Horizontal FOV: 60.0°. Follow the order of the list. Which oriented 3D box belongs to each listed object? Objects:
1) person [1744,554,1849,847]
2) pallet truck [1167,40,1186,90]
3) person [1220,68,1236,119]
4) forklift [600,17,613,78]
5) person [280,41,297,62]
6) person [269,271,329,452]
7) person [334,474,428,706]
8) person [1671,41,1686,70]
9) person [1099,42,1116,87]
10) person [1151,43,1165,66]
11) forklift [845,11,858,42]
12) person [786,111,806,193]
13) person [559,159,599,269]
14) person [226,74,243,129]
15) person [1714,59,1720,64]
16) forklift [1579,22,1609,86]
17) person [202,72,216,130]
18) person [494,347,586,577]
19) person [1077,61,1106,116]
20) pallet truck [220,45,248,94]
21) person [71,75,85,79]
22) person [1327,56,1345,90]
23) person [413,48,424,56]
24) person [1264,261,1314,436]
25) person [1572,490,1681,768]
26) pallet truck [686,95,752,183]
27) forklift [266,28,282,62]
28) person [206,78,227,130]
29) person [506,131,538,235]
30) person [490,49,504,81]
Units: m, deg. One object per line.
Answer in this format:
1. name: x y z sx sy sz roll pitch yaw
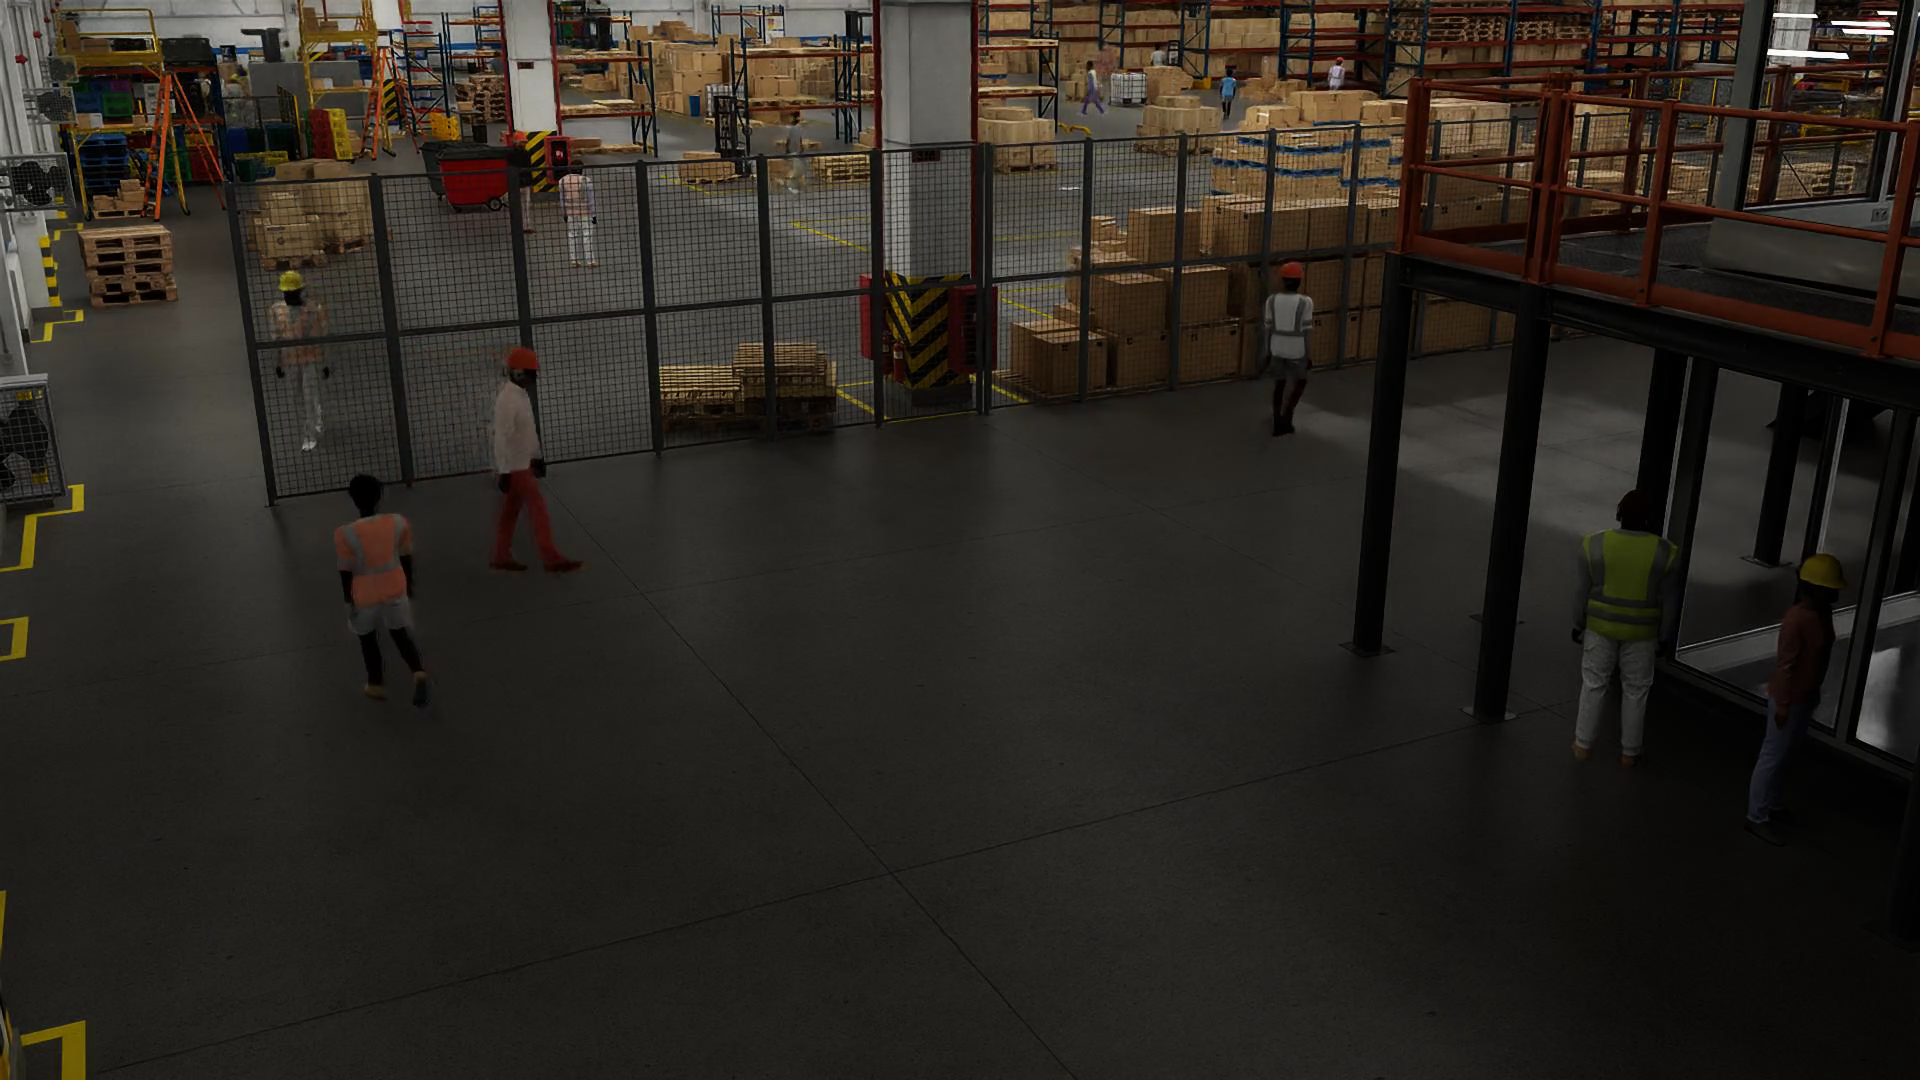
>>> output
1. person: 4.900 0.914 9.704 0.534 1.767 0.313 -17 25 -40
2. pallet truck: 9.045 -19.971 69.895 0.823 1.965 1.885 -3 19 -8
3. person: 9.021 -15.012 55.986 0.559 1.683 0.416 1 19 2
4. forklift: -15.425 -21.421 72.767 1.873 2.768 1.129 -6 20 -17
5. person: -28.548 -20.239 70.762 0.629 1.939 0.371 -9 21 -23
6. person: -7.014 -1.939 17.757 0.599 1.908 0.679 0 19 1
7. person: -3.969 0.365 11.420 0.542 1.675 0.677 -17 25 -40
8. person: 33.912 -22.868 78.534 0.661 1.850 0.835 1 19 4
9. person: 6.289 -20.179 70.694 0.755 1.882 0.571 6 20 18
10. person: 8.198 -19.628 68.999 0.606 1.937 0.866 -1 19 -4
11. forklift: -5.438 -25.090 83.400 1.873 2.768 1.129 -9 21 -25
12. person: -3.712 -8.782 37.689 0.415 1.855 0.527 7 20 20
13. person: -6.465 -5.541 28.301 0.633 1.841 0.429 4 20 13
14. person: -22.817 -13.793 52.412 0.499 1.711 0.551 -10 21 -27
15. person: 28.151 -17.064 61.960 0.666 1.680 0.540 -11 22 -28
16. forklift: 24.984 -19.262 66.508 1.873 2.768 1.129 -9 21 -25
17. person: -23.268 -13.638 51.765 0.506 1.847 0.346 -16 25 -39
18. person: -3.559 -0.641 13.923 0.921 1.951 0.630 -1 19 -4
19. person: 4.576 -15.516 57.190 1.004 1.871 0.600 2 19 7
20. pallet truck: -28.879 -18.665 66.111 0.823 1.965 1.885 -3 19 -9
21. person: -33.071 -17.158 62.347 0.530 1.596 0.851 -12 22 -31
22. person: 13.445 -16.259 59.306 0.580 1.889 0.814 13 23 33
23. person: -25.787 -23.144 79.183 0.552 1.936 0.362 -2 19 -5
24. person: 3.590 -2.073 18.123 0.579 1.920 0.399 12 22 31
25. person: 4.218 0.566 10.607 0.623 1.839 0.429 9 21 24
26. pallet truck: -5.836 -9.608 39.856 0.823 1.965 1.885 10 22 27
27. forklift: -24.567 -16.973 59.873 1.873 2.768 1.129 -9 21 -25
28. person: -23.460 -13.921 52.529 0.575 1.883 0.356 -7 20 -18
29. person: -8.340 -6.777 31.688 0.428 1.982 0.631 10 22 27
30. person: -17.683 -17.800 63.703 0.662 1.927 0.425 -13 23 -34
